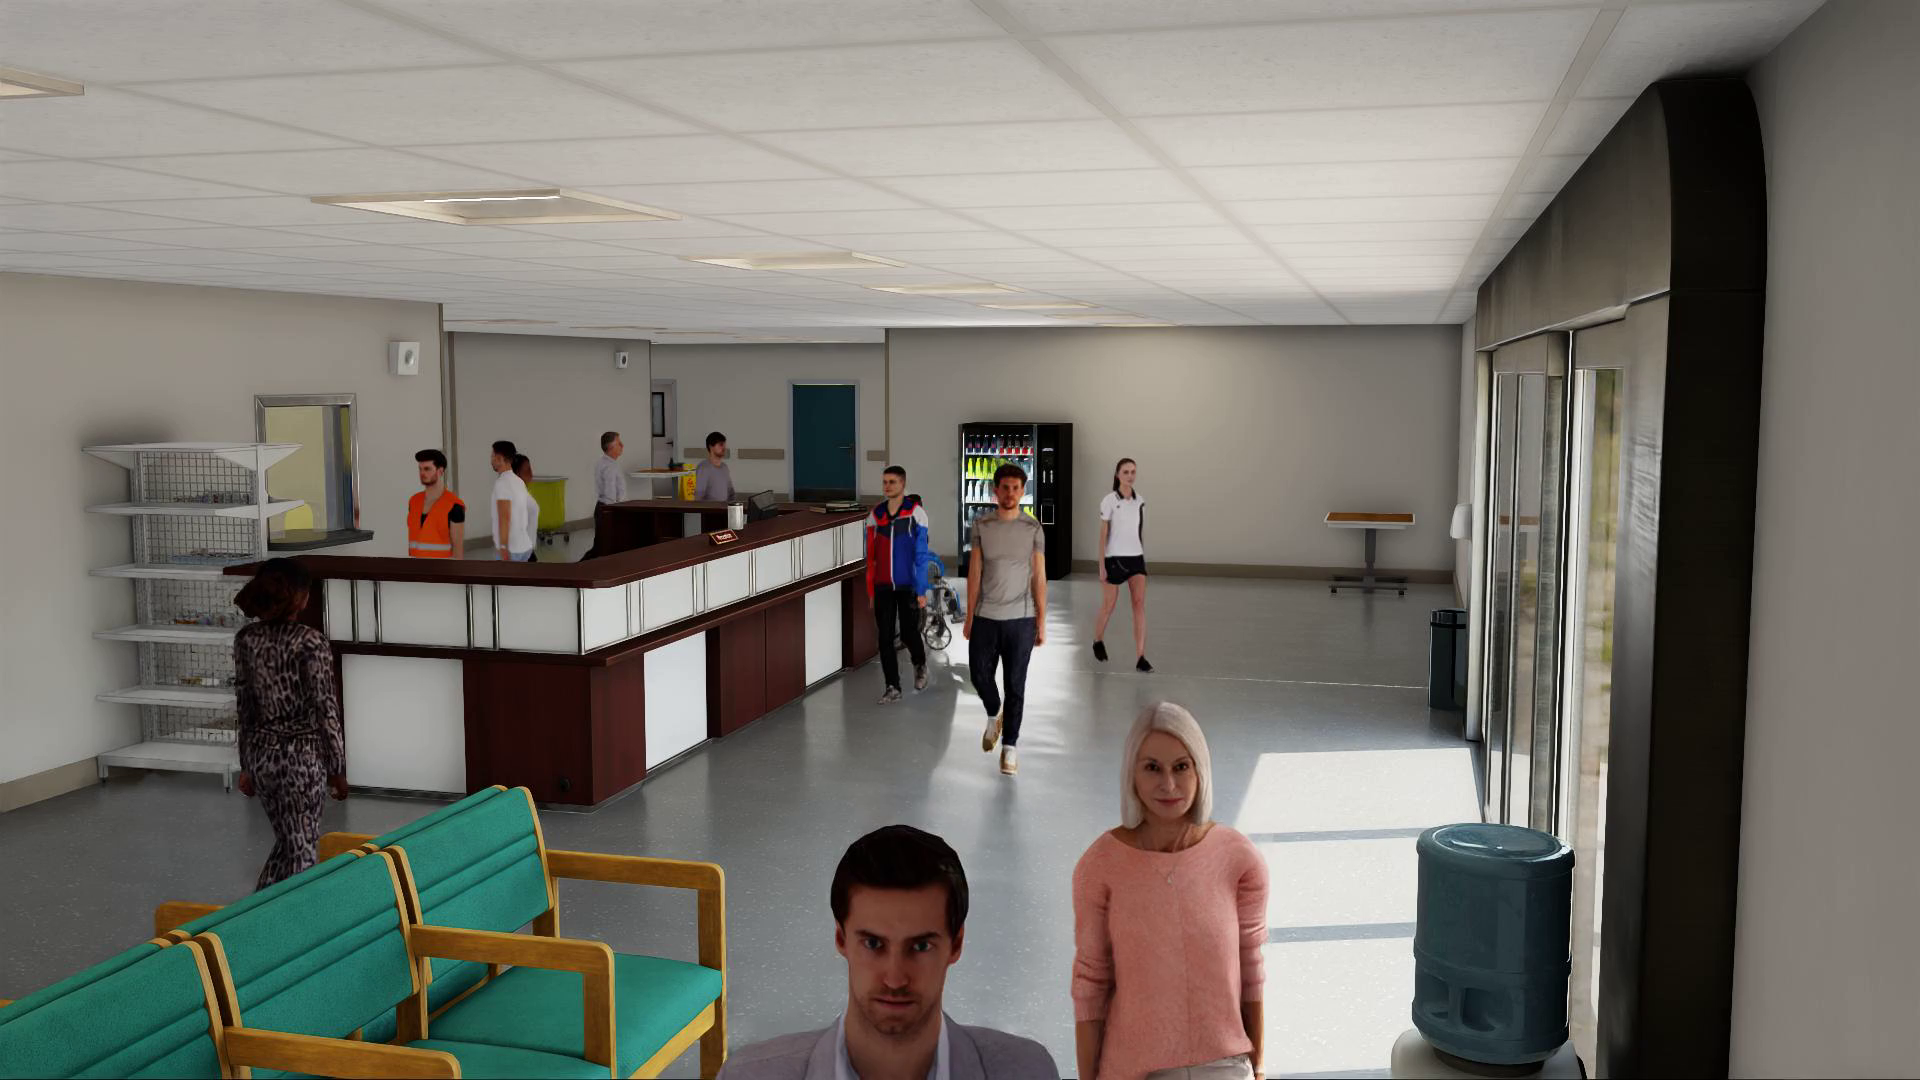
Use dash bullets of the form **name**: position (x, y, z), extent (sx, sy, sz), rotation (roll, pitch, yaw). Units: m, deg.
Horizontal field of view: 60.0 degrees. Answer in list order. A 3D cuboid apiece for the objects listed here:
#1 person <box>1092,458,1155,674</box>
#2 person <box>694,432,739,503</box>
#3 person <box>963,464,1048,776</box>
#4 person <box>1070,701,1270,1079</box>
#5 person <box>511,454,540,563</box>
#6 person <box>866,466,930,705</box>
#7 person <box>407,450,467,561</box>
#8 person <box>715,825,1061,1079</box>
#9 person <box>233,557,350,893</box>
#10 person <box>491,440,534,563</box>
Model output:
- **person**: position (1.288, 0.221, 13.589), extent (1.167, 1.708, 1.096), rotation (-2, 6, -19)
- **person**: position (-2.591, -0.175, 17.012), extent (1.083, 1.810, 0.788), rotation (3, 6, 24)
- **person**: position (0.275, 0.470, 10.232), extent (0.812, 1.883, 0.797), rotation (1, 6, 7)
- **person**: position (0.482, 1.200, 3.803), extent (0.717, 1.718, 0.773), rotation (0, 6, -2)
- **person**: position (-4.177, 0.060, 15.492), extent (1.180, 1.646, 0.875), rotation (0, 6, -2)
- **person**: position (-0.423, 0.331, 12.301), extent (0.724, 1.747, 0.736), rotation (2, 6, 20)
- **person**: position (-3.812, 0.268, 12.299), extent (0.699, 1.872, 0.821), rotation (3, 6, 26)
- **person**: position (-0.114, 1.289, 2.389), extent (1.193, 1.824, 0.944), rotation (0, 6, 0)
- **person**: position (-2.712, 0.930, 6.558), extent (0.612, 1.703, 0.667), rotation (2, 6, 23)
- **person**: position (-3.835, 0.074, 14.438), extent (0.671, 1.829, 0.735), rotation (0, 6, 1)
